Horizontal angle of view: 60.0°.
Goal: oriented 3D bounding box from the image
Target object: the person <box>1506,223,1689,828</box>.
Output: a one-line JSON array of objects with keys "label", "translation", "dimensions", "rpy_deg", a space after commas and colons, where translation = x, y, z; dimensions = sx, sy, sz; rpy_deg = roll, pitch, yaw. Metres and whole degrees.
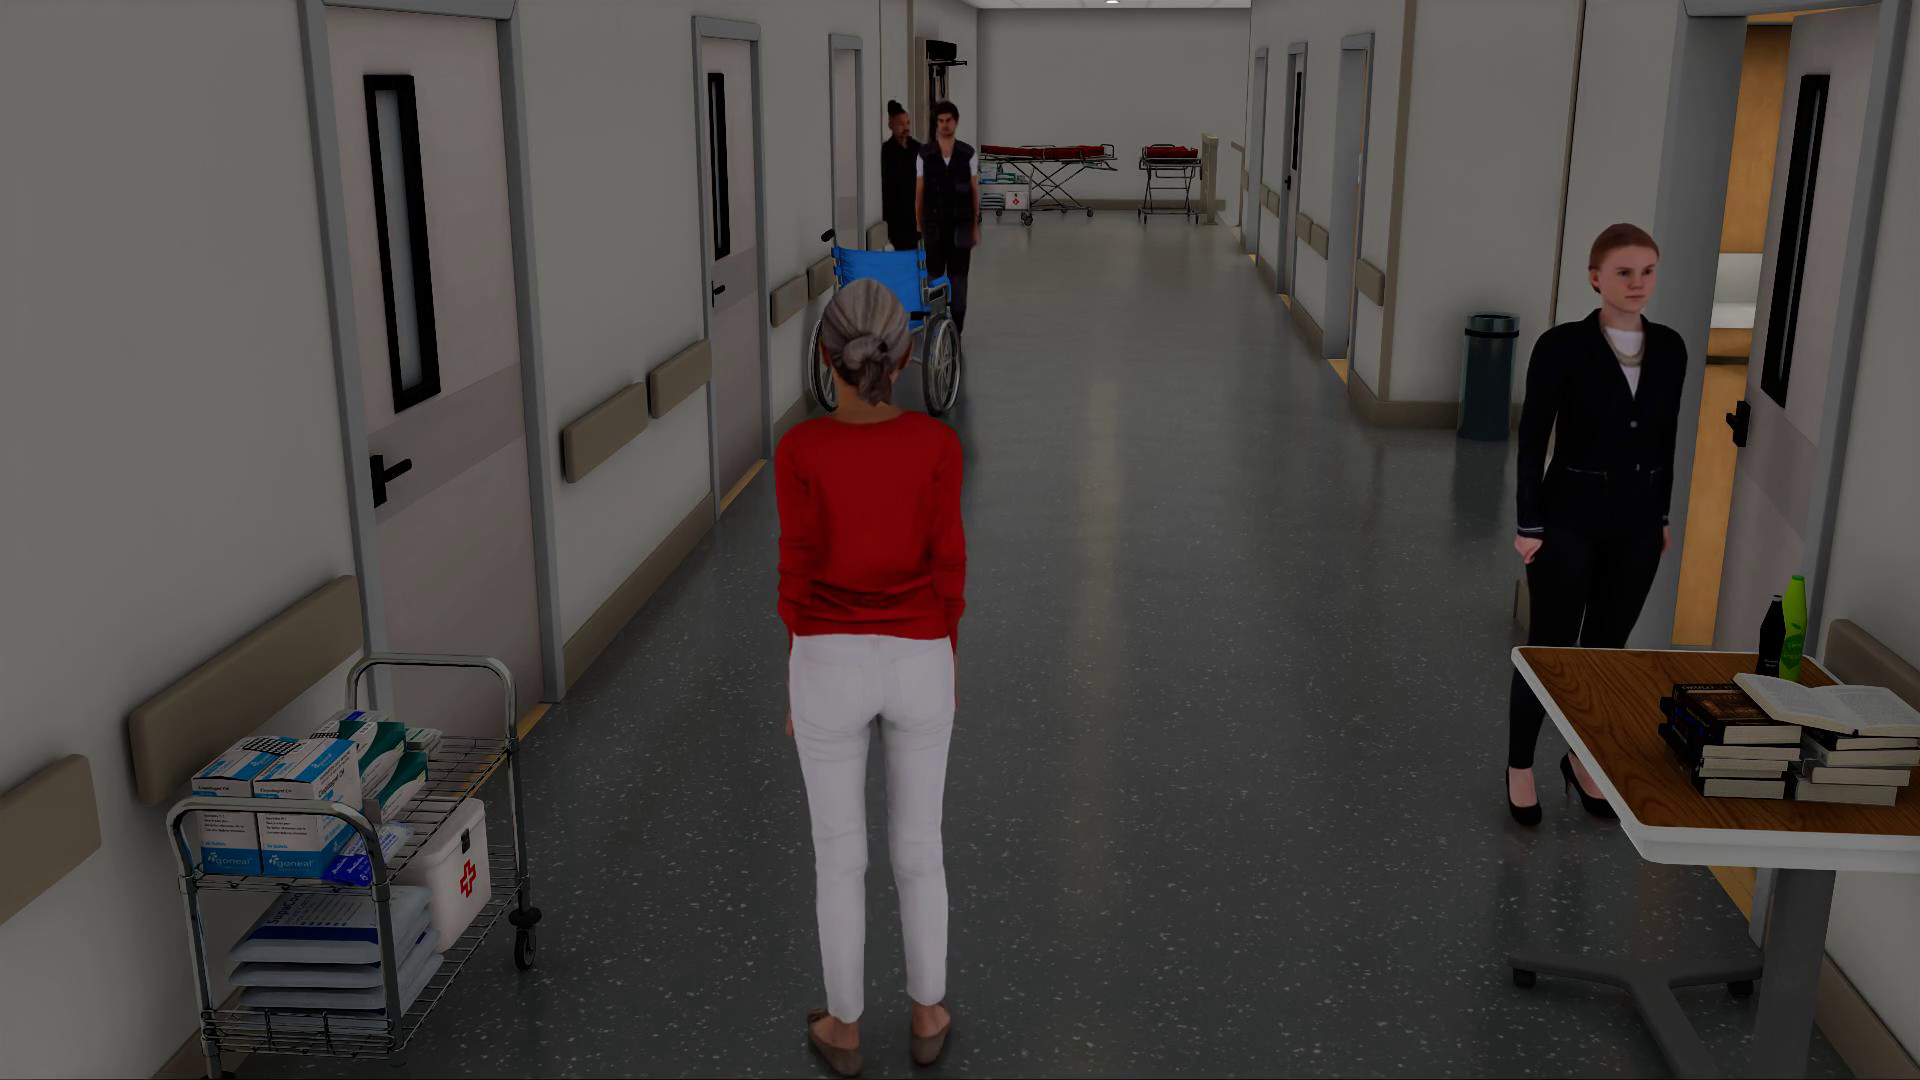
[{"label": "person", "translation": [1.751, -0.024, 4.606], "dimensions": [0.674, 1.684, 0.636], "rpy_deg": [-3, 16, -10]}]

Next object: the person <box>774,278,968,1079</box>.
[{"label": "person", "translation": [-0.178, 0.305, 3.421], "dimensions": [0.610, 1.694, 0.630], "rpy_deg": [-3, 16, -11]}]

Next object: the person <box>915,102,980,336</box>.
[{"label": "person", "translation": [-0.093, -2.436, 12.877], "dimensions": [0.694, 1.839, 0.727], "rpy_deg": [-1, 16, -3]}]

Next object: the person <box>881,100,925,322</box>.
[{"label": "person", "translation": [-0.526, -2.708, 13.858], "dimensions": [1.198, 1.829, 1.161], "rpy_deg": [13, 20, 39]}]
